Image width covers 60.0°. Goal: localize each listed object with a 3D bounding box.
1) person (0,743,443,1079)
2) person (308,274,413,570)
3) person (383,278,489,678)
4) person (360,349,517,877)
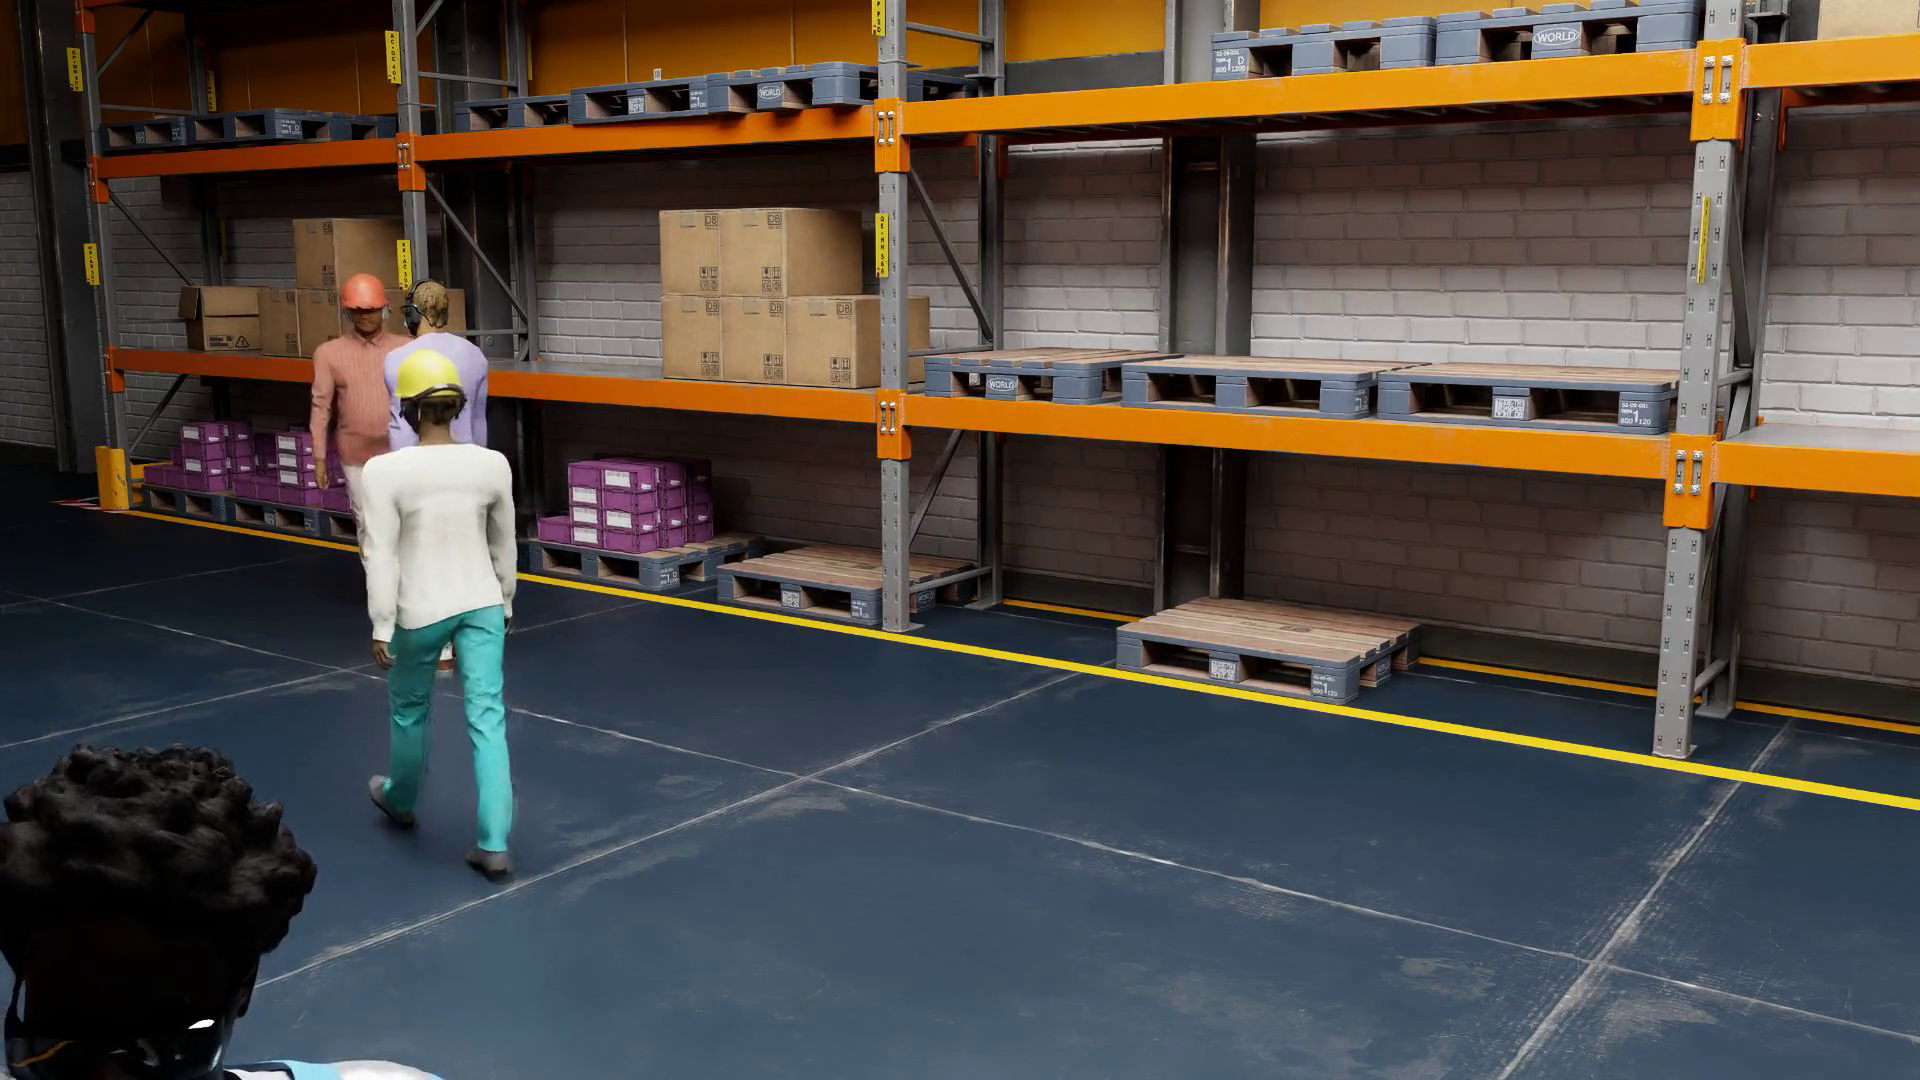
[{"bbox_3d":[-0.590,0.969,1.285,0.532,1.697,0.322,-7,12,-37],"label":"person"},{"bbox_3d":[-3.236,-0.480,9.167,0.652,1.936,1.023,-3,10,-18],"label":"person"},{"bbox_3d":[-2.554,-0.300,8.126,0.362,1.939,0.636,4,10,24],"label":"person"},{"bbox_3d":[-1.764,0.225,5.615,0.547,1.716,0.909,-7,12,-36],"label":"person"}]
